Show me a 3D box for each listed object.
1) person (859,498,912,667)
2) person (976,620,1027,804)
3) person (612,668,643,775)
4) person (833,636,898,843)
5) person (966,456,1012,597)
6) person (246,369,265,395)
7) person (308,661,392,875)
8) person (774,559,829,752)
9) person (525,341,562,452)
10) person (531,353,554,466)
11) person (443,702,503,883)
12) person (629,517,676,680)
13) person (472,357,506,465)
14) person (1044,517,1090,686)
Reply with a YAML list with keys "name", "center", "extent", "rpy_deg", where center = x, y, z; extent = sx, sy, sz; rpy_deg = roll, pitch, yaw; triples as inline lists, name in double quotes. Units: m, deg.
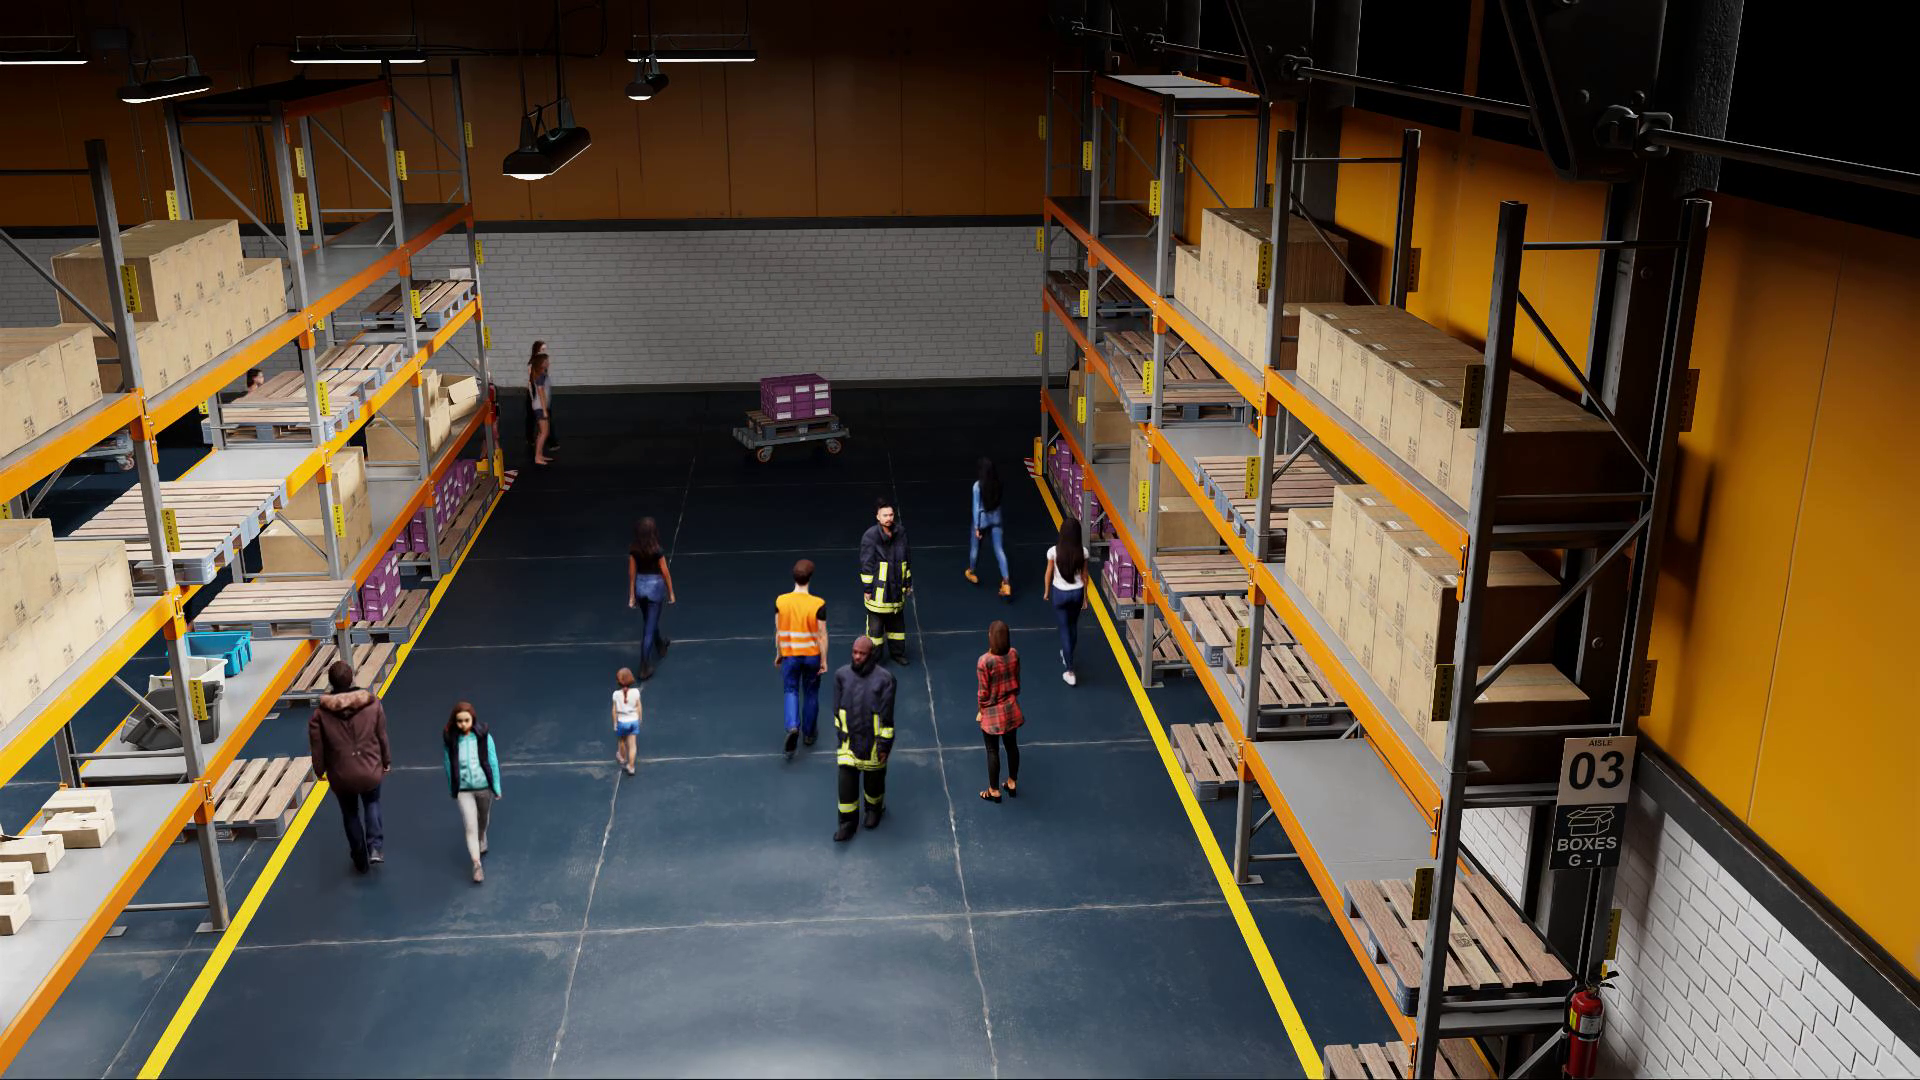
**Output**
- name: "person"
  center: [-0.785, 0.449, 17.690]
  extent: [0.852, 1.860, 0.841]
  rpy_deg: [-10, 21, -26]
- name: "person"
  center: [0.347, 1.512, 14.781]
  extent: [0.699, 1.702, 0.717]
  rpy_deg: [-13, 23, -34]
- name: "person"
  center: [-3.068, 1.685, 15.360]
  extent: [0.526, 1.004, 0.666]
  rpy_deg: [-7, 20, -20]
- name: "person"
  center: [-0.783, 1.630, 14.282]
  extent: [0.926, 1.796, 1.091]
  rpy_deg: [4, 19, 13]
- name: "person"
  center: [0.397, -0.127, 19.707]
  extent: [0.927, 1.664, 1.297]
  rpy_deg: [-9, 21, -25]
- name: "person"
  center: [-10.163, -1.577, 23.891]
  extent: [0.878, 1.742, 1.020]
  rpy_deg: [-7, 20, -21]
- name: "person"
  center: [-4.880, 1.891, 13.455]
  extent: [0.870, 1.829, 0.856]
  rpy_deg: [-9, 21, -25]
- name: "person"
  center: [-1.512, 1.127, 15.662]
  extent: [0.753, 1.869, 0.980]
  rpy_deg: [1, 19, 3]
- name: "person"
  center: [-6.631, -2.232, 25.934]
  extent: [1.061, 1.679, 1.245]
  rpy_deg: [-15, 24, -37]
- name: "person"
  center: [-6.321, -1.978, 25.125]
  extent: [0.725, 1.714, 0.503]
  rpy_deg: [-6, 19, -16]
- name: "person"
  center: [-3.999, 2.001, 13.701]
  extent: [0.725, 1.465, 1.026]
  rpy_deg: [-6, 20, -18]
- name: "person"
  center: [-3.279, 0.639, 17.380]
  extent: [0.805, 1.697, 1.150]
  rpy_deg: [4, 19, 12]
- name: "person"
  center: [-7.071, -1.930, 25.046]
  extent: [0.687, 1.674, 0.682]
  rpy_deg: [0, 19, 1]
- name: "person"
  center: [1.139, 0.662, 17.238]
  extent: [0.656, 1.745, 0.993]
  rpy_deg: [-4, 19, -12]
